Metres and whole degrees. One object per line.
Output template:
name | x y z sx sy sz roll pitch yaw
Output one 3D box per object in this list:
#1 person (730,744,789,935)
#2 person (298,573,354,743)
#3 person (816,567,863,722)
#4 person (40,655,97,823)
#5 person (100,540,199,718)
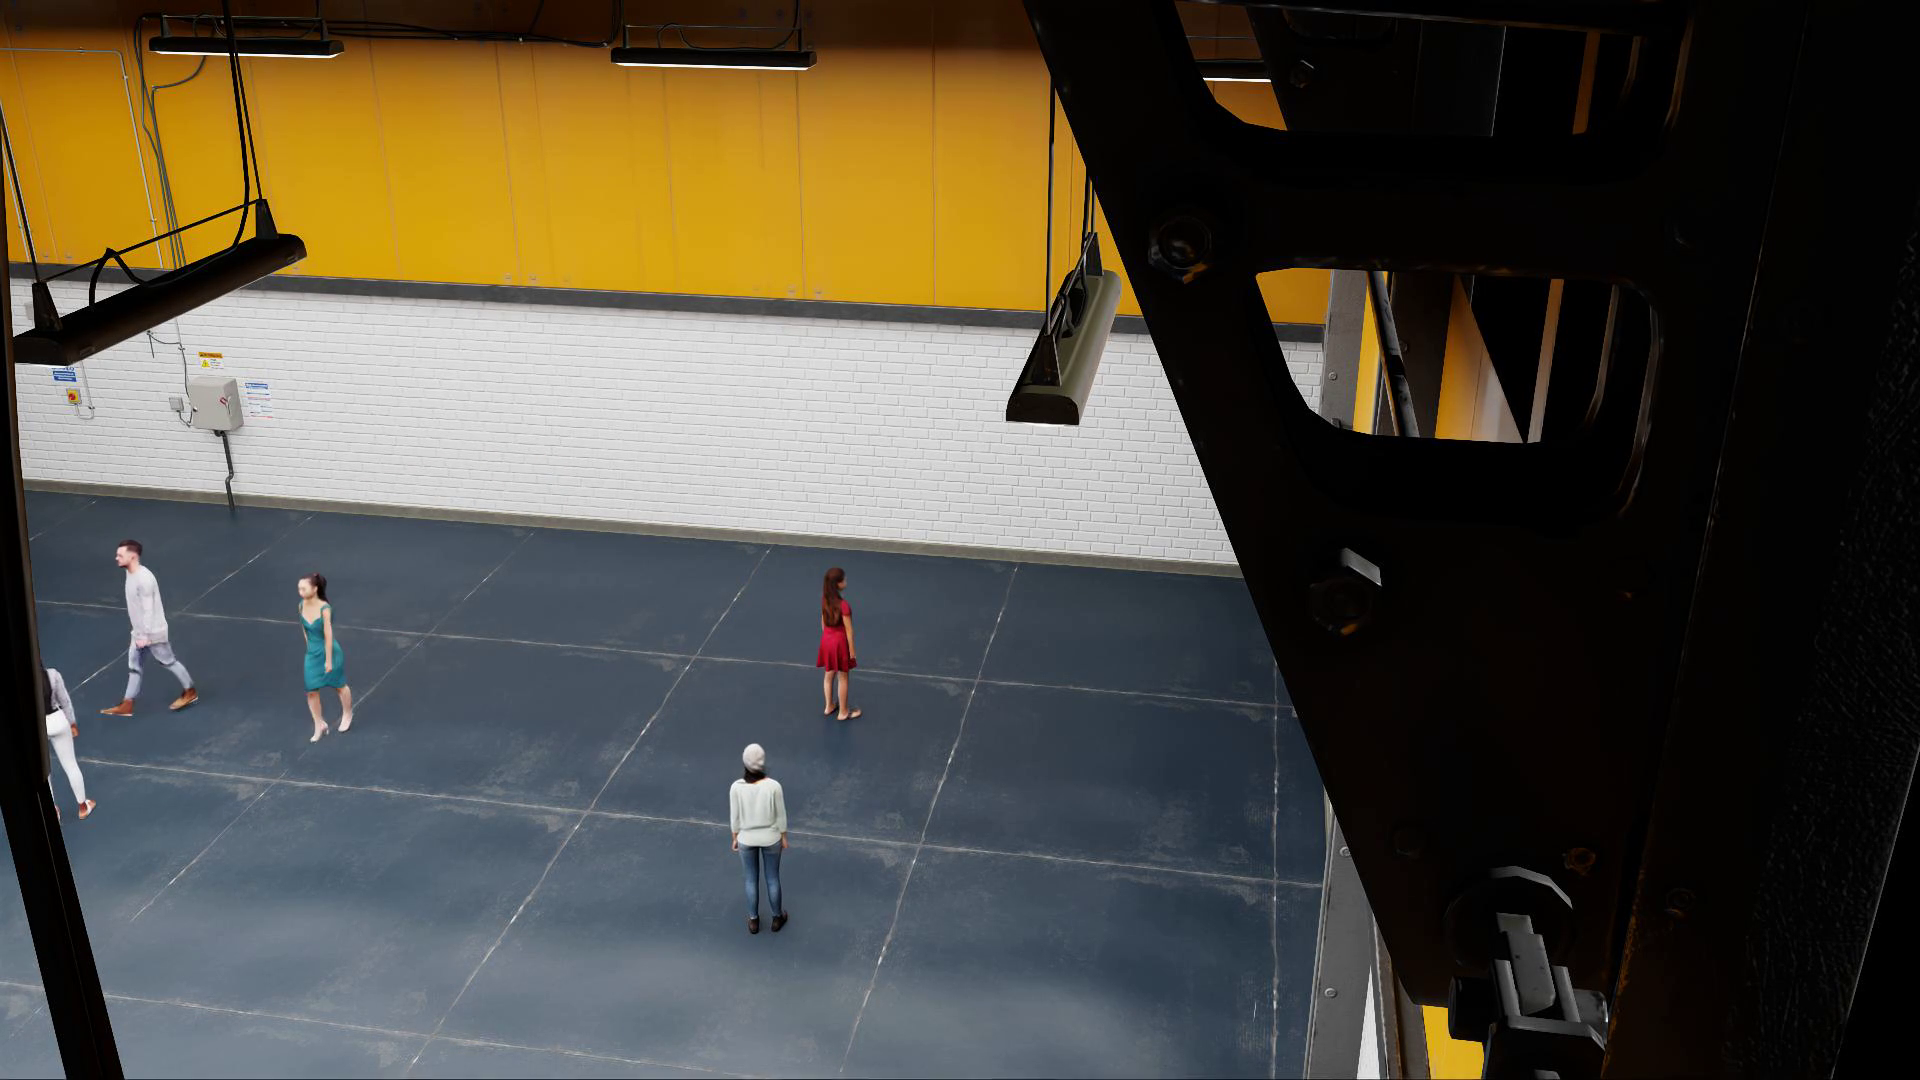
person | -1.556 2.302 12.900 0.621 1.647 0.560 -1 24 -3
person | -5.941 1.065 15.704 0.639 1.668 0.755 8 25 17
person | -1.184 0.990 16.020 0.669 1.551 0.728 20 30 37
person | -7.857 1.641 14.316 0.674 1.725 0.695 -10 25 -21
person | -7.740 0.840 16.054 1.076 1.800 1.219 21 31 39
